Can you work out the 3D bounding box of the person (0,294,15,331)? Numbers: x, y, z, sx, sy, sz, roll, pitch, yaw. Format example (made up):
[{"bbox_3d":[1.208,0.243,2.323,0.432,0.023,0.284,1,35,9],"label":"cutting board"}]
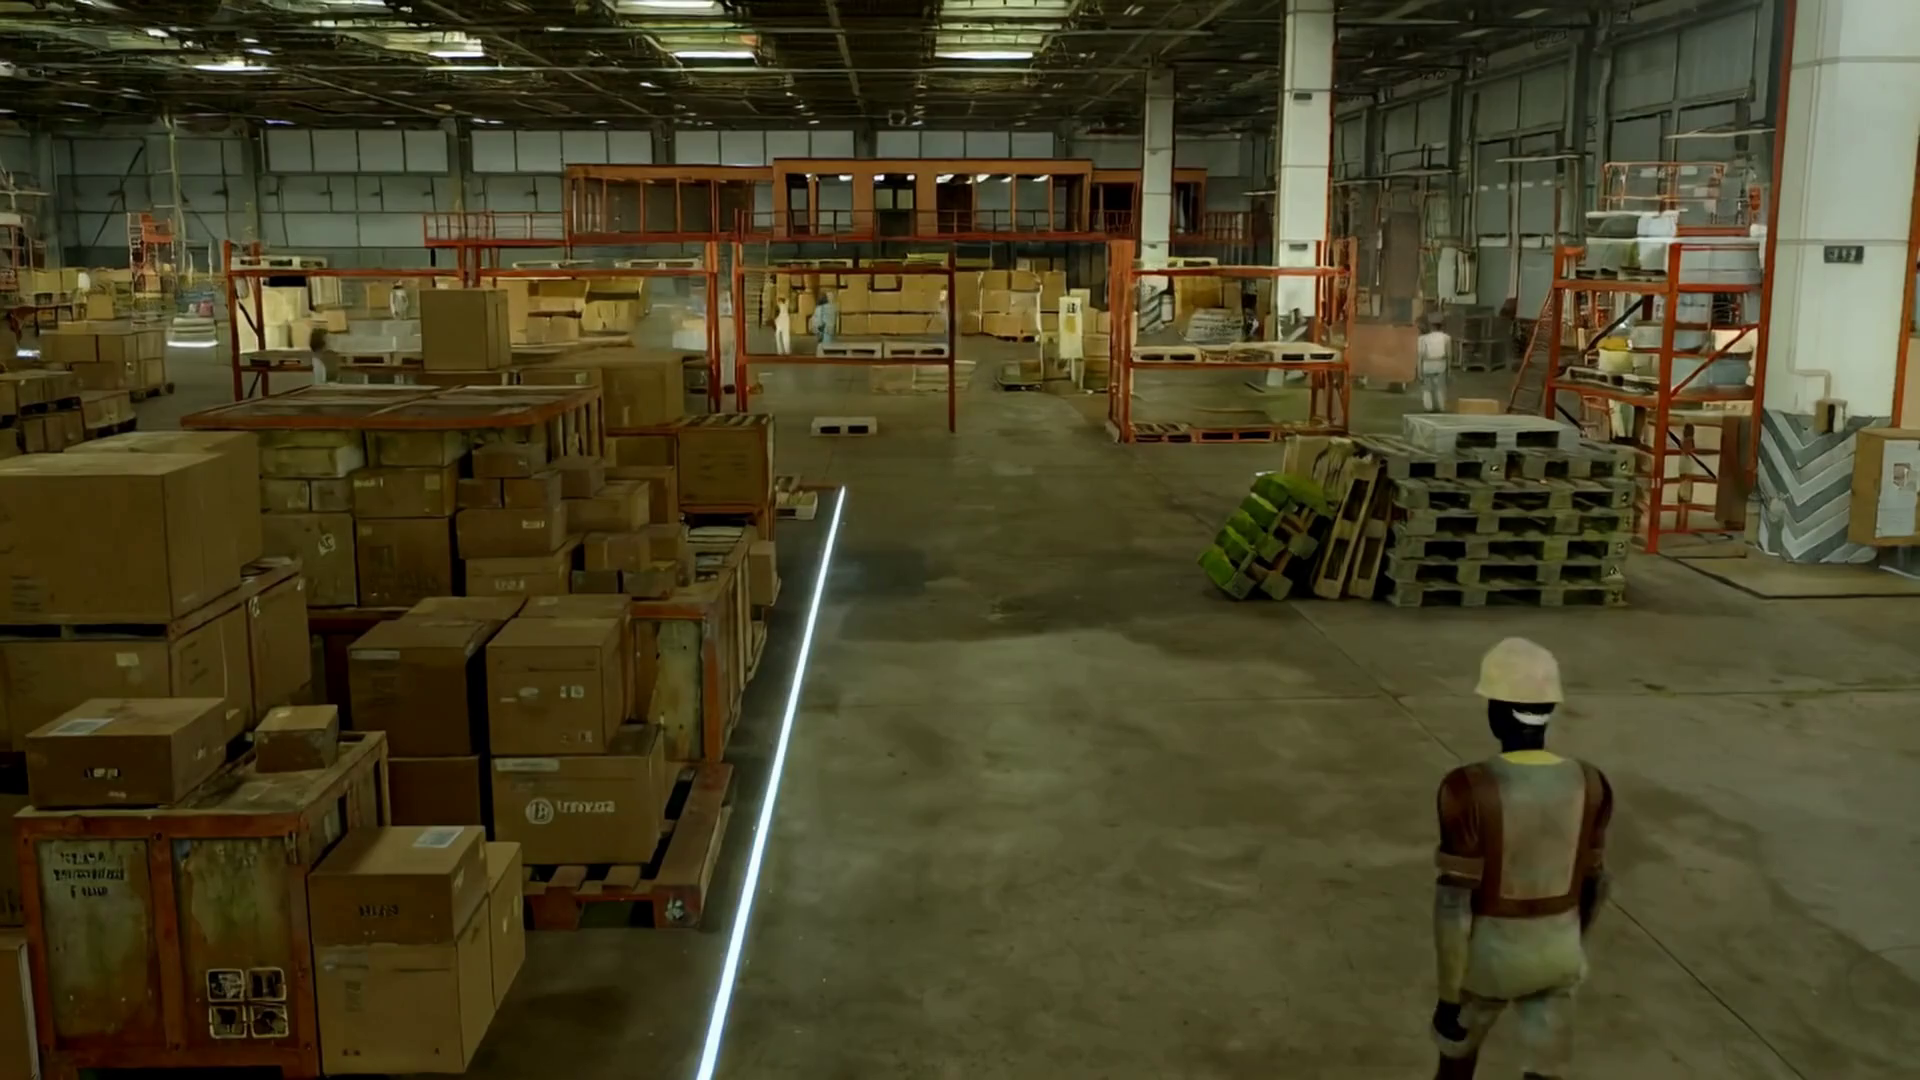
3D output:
[{"bbox_3d":[-21.441,-4.589,37.348,0.514,1.876,0.328,1,10,3],"label":"person"}]

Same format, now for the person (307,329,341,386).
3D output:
[{"bbox_3d":[-8.599,-1.897,22.377,1.001,1.861,0.613,-1,10,-5],"label":"person"}]

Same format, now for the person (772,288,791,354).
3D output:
[{"bbox_3d":[-4.660,-5.678,43.558,0.528,1.825,0.658,-4,11,-19],"label":"person"}]

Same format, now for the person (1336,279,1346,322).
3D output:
[{"bbox_3d":[12.021,-7.343,52.786,0.626,1.844,0.429,-7,13,-36],"label":"person"}]

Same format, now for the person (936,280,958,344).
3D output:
[{"bbox_3d":[-0.380,-6.561,48.228,0.440,1.920,0.625,7,13,35],"label":"person"}]

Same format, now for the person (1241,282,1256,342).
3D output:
[{"bbox_3d":[7.730,-5.929,44.609,0.384,1.949,0.605,2,10,11],"label":"person"}]

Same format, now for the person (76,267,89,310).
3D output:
[{"bbox_3d":[-39.221,-11.269,74.489,0.637,1.904,0.403,5,11,25],"label":"person"}]

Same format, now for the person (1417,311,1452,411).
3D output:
[{"bbox_3d":[7.632,-2.711,26.753,0.560,1.920,0.566,1,10,6],"label":"person"}]

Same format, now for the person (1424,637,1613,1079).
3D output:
[{"bbox_3d":[1.638,1.218,4.977,0.570,1.879,1.010,-2,10,-9],"label":"person"}]

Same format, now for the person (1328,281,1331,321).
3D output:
[{"bbox_3d":[13.736,-8.867,61.102,0.597,1.904,0.673,-2,10,-10],"label":"person"}]

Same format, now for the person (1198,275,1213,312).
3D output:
[{"bbox_3d":[10.541,-10.767,71.460,0.612,1.986,0.407,3,11,19],"label":"person"}]

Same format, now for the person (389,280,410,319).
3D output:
[{"bbox_3d":[-16.832,-6.864,49.987,0.560,1.896,0.972,-4,11,-19],"label":"person"}]

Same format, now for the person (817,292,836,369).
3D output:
[{"bbox_3d":[-3.212,-5.019,39.841,0.429,1.840,0.633,-7,12,-33],"label":"person"}]

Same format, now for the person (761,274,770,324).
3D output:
[{"bbox_3d":[-7.103,-8.821,60.945,0.627,1.864,0.594,0,10,0],"label":"person"}]

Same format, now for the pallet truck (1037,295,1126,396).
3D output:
[{"bbox_3d":[2.483,-3.881,33.060,1.885,1.965,0.823,-7,13,-36],"label":"pallet truck"}]

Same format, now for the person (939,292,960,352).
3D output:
[{"bbox_3d":[-0.272,-5.988,45.637,0.498,1.684,0.925,9,13,40],"label":"person"}]

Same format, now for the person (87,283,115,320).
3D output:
[{"bbox_3d":[-21.342,-5.367,41.337,0.611,1.997,0.372,-6,12,-29],"label":"person"}]
